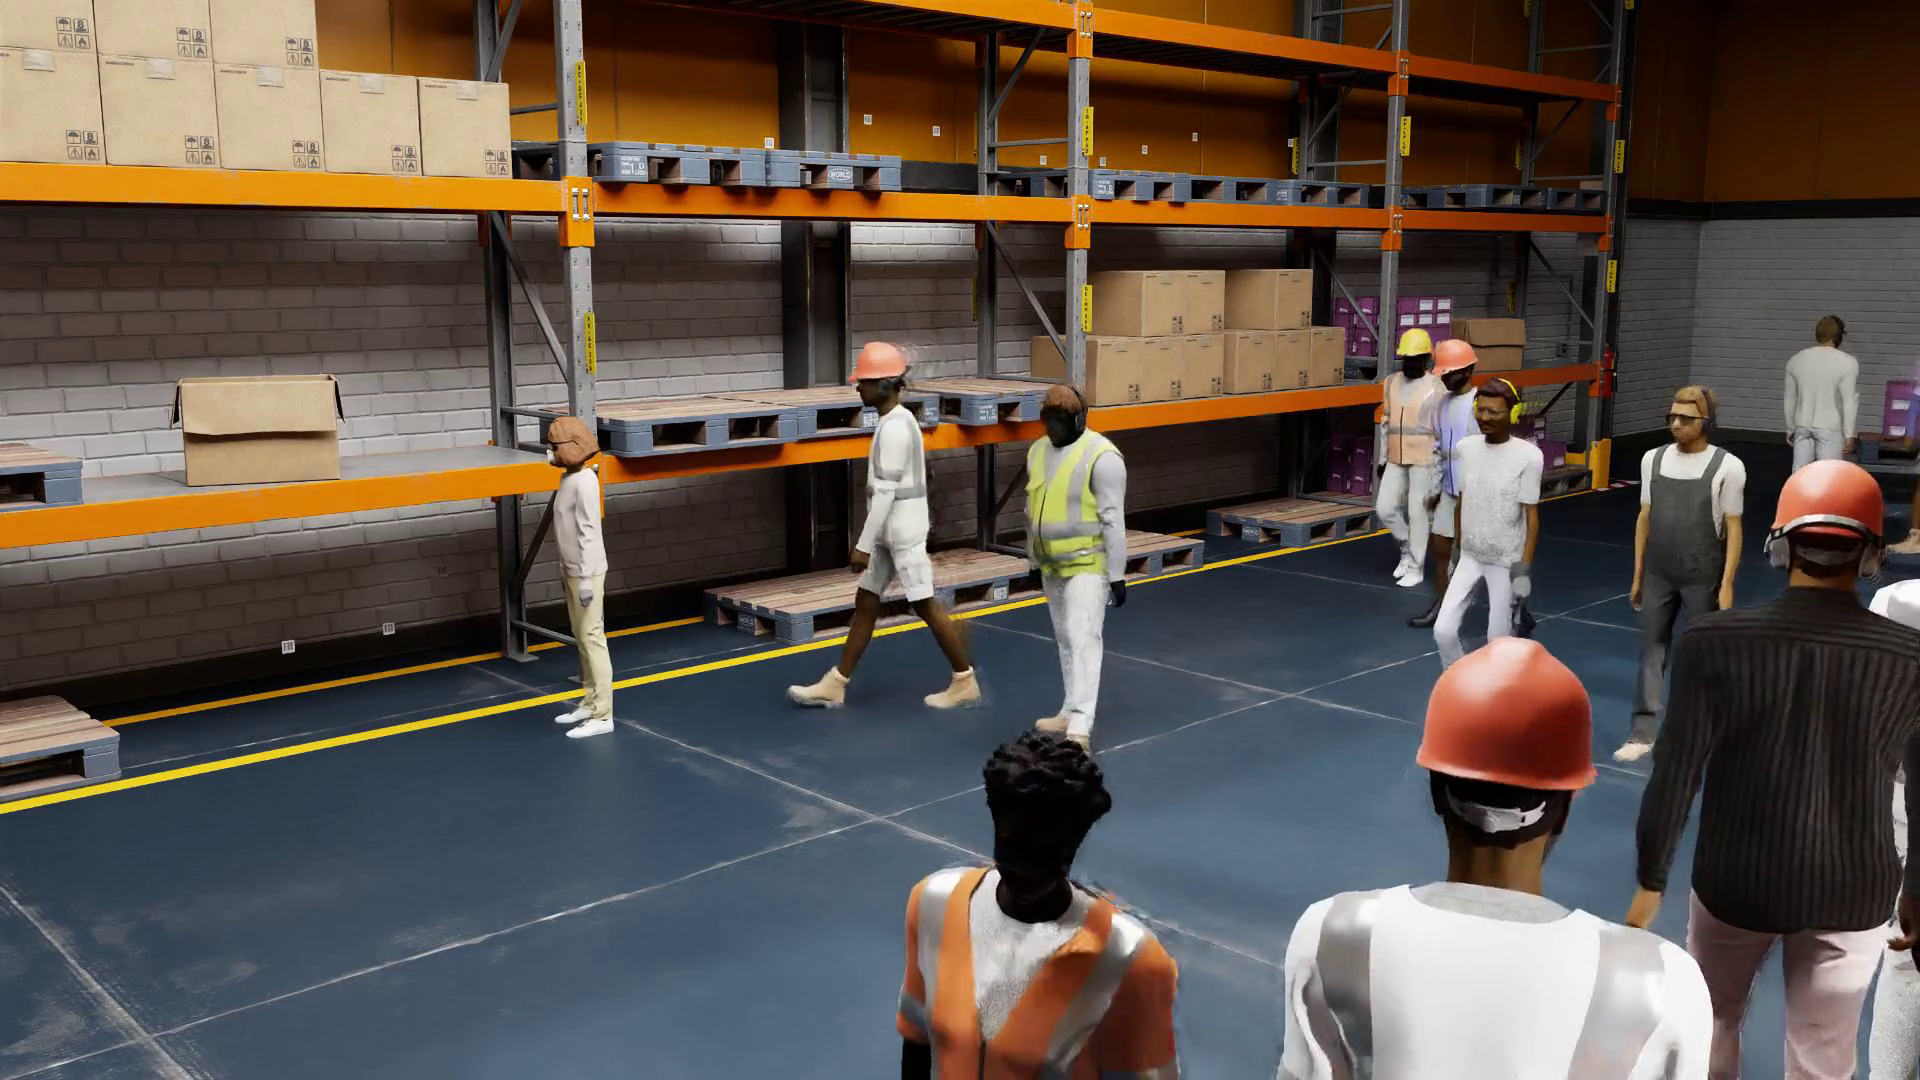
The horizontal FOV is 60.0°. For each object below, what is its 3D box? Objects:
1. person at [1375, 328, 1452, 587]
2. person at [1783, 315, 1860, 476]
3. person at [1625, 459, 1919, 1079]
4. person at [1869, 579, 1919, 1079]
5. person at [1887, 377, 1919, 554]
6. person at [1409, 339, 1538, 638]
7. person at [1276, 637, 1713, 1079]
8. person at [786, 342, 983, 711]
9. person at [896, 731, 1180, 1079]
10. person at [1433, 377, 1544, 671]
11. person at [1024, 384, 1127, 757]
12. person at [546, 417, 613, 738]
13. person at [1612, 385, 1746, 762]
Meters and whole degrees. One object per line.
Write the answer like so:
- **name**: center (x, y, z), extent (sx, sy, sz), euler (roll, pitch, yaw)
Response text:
- **person**: center (3.306, -0.597, 12.216), extent (0.412, 1.906, 0.614), euler (-8, 12, -38)
- **person**: center (7.262, -0.924, 14.045), extent (0.353, 1.937, 0.635), euler (-6, 11, -31)
- **person**: center (1.944, 0.794, 3.914), extent (0.695, 1.962, 0.704), euler (4, 10, 20)
- **person**: center (2.687, 0.747, 4.425), extent (0.583, 1.882, 0.337), euler (7, 12, 35)
- **person**: center (7.955, -0.840, 13.433), extent (0.772, 2.000, 0.367), euler (1, 10, 5)
- **person**: center (3.297, -0.319, 10.626), extent (0.586, 1.904, 0.790), euler (-5, 11, -25)
- **person**: center (0.726, 1.092, 2.313), extent (0.567, 1.921, 0.461), euler (6, 11, 30)
- **person**: center (-0.362, -0.046, 8.795), extent (1.063, 1.986, 0.607), euler (-1, 10, -6)
- **person**: center (0.165, 1.108, 2.947), extent (0.528, 1.663, 0.730), euler (8, 12, 38)
- **person**: center (2.568, 0.123, 8.195), extent (0.582, 1.843, 0.552), euler (-8, 12, -38)
- **person**: center (0.518, 0.145, 8.178), extent (0.577, 1.820, 0.704), euler (-7, 12, -34)
- **person**: center (-1.940, 0.185, 8.472), extent (0.277, 1.628, 0.500), euler (-4, 11, -23)
- **person**: center (3.483, 0.187, 7.960), extent (0.640, 1.846, 0.519), euler (-8, 13, -41)
